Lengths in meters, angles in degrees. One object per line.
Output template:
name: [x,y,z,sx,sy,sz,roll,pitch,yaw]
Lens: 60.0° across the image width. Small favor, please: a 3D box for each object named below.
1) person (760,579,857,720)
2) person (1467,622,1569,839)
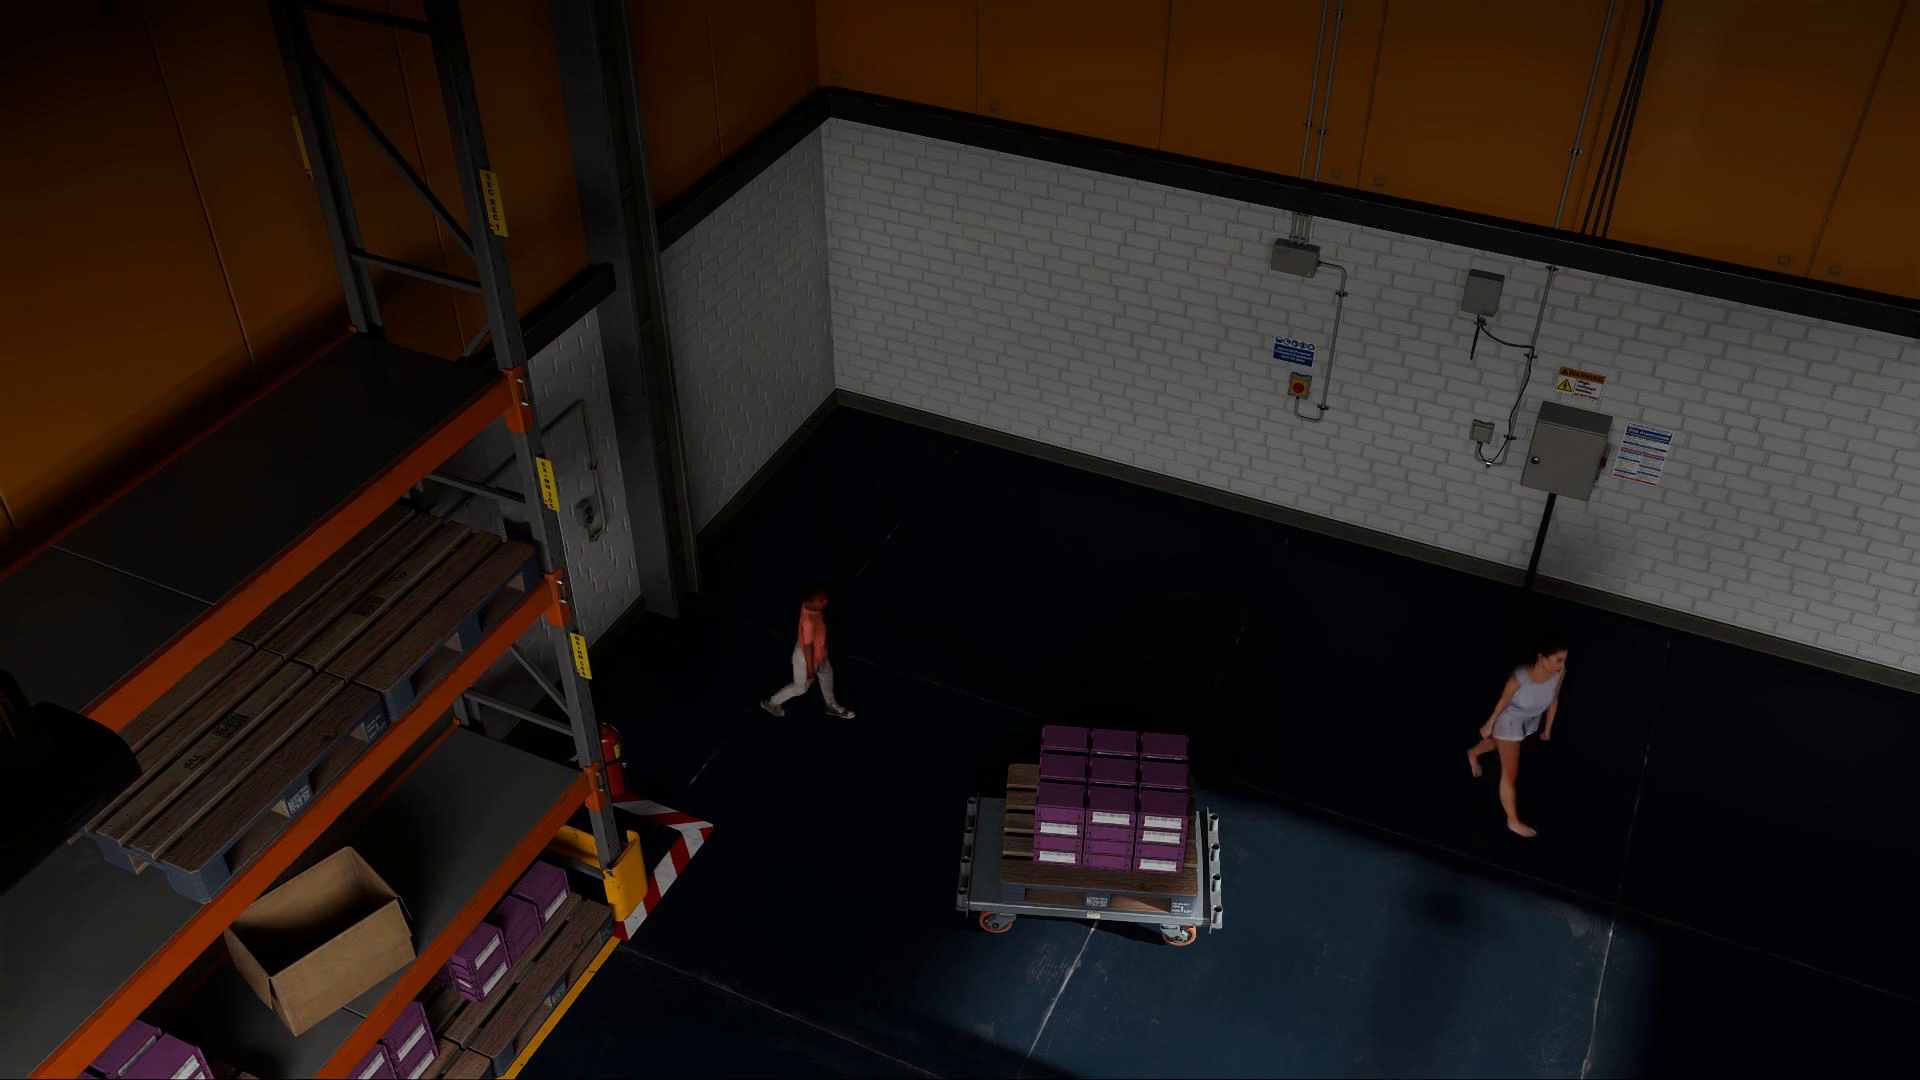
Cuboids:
person: [-1.123,0.784,11.676,0.754,1.291,0.894,4,39,5]
person: [3.635,1.132,11.008,1.066,1.582,1.099,-11,40,-14]
